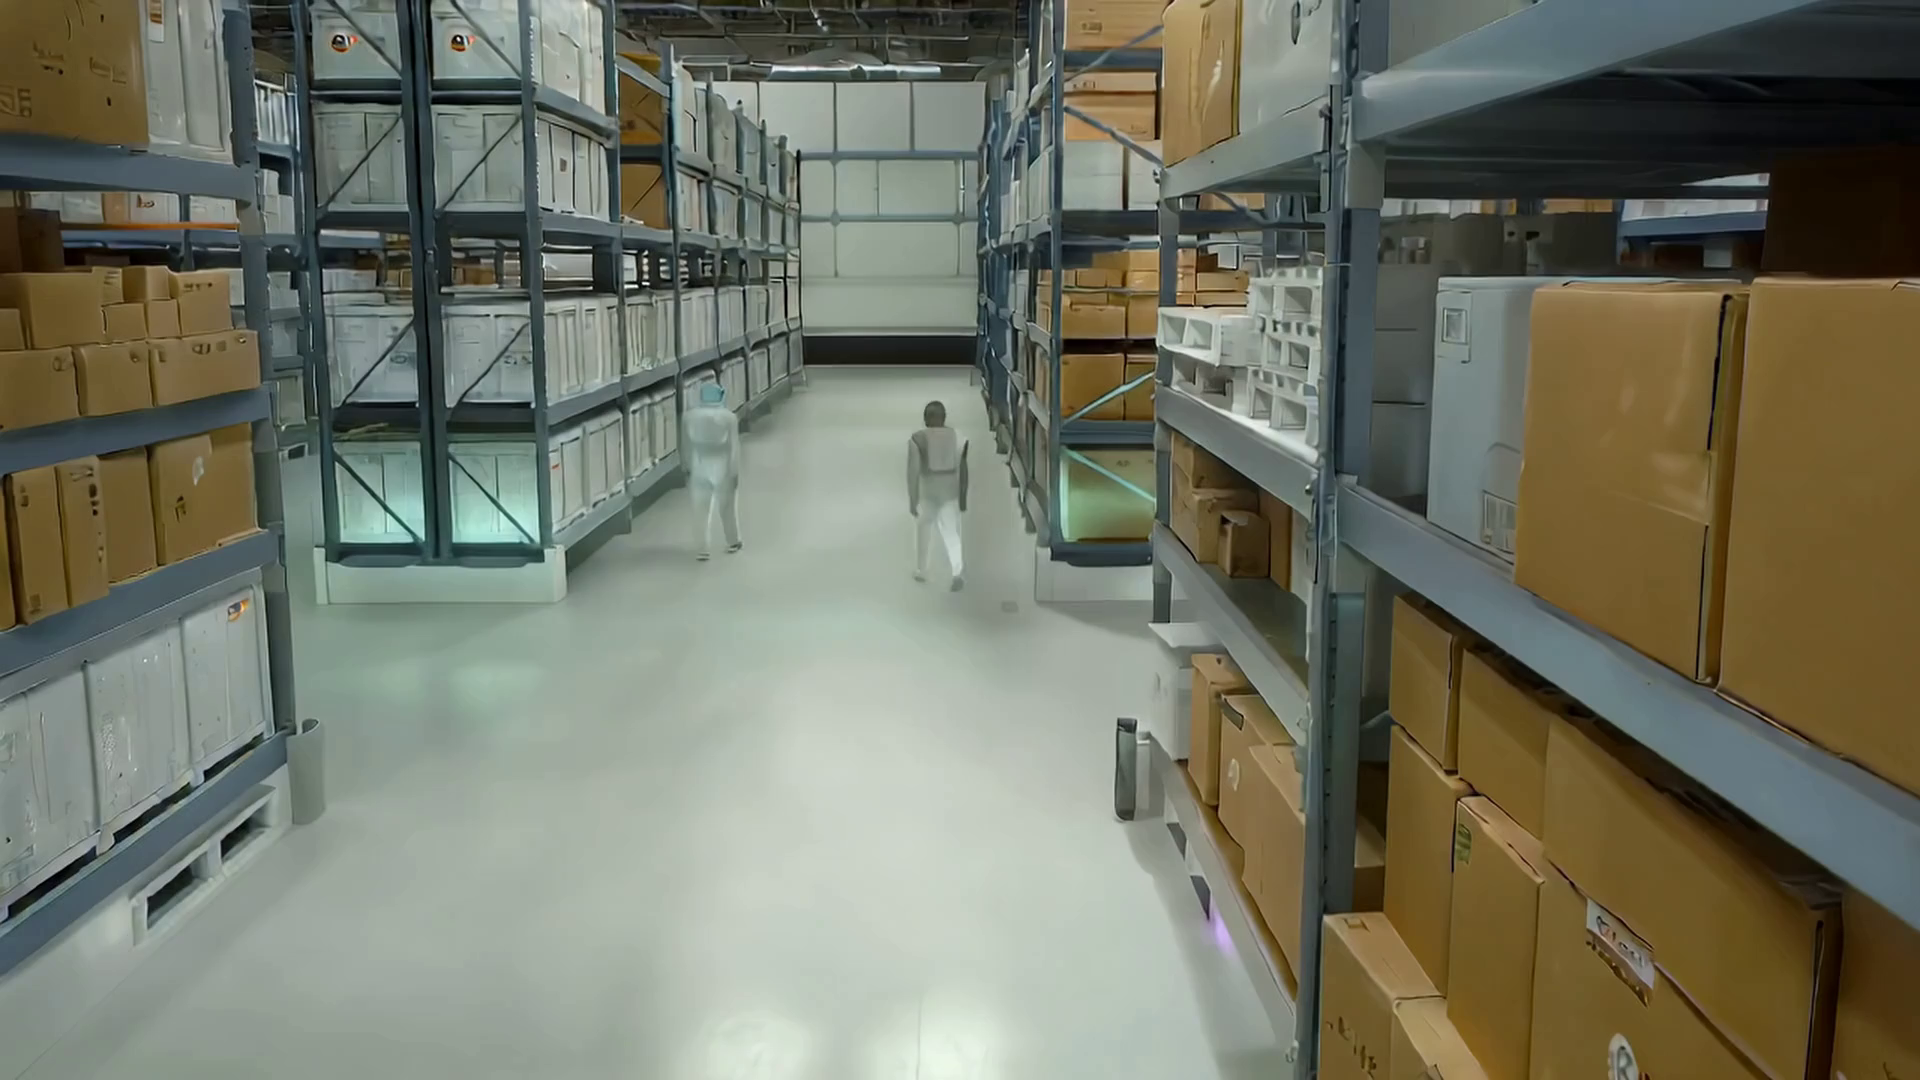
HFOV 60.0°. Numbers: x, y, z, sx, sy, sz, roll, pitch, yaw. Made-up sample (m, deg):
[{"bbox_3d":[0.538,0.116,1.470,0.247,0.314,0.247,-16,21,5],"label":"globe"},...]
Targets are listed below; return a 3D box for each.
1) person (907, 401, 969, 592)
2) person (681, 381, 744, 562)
[{"bbox_3d":[-0.193,-0.417,15.749,0.629,1.801,0.927,-3,10,-19],"label":"person"},{"bbox_3d":[-2.583,-0.738,17.478,0.665,1.861,0.946,1,9,7],"label":"person"}]
